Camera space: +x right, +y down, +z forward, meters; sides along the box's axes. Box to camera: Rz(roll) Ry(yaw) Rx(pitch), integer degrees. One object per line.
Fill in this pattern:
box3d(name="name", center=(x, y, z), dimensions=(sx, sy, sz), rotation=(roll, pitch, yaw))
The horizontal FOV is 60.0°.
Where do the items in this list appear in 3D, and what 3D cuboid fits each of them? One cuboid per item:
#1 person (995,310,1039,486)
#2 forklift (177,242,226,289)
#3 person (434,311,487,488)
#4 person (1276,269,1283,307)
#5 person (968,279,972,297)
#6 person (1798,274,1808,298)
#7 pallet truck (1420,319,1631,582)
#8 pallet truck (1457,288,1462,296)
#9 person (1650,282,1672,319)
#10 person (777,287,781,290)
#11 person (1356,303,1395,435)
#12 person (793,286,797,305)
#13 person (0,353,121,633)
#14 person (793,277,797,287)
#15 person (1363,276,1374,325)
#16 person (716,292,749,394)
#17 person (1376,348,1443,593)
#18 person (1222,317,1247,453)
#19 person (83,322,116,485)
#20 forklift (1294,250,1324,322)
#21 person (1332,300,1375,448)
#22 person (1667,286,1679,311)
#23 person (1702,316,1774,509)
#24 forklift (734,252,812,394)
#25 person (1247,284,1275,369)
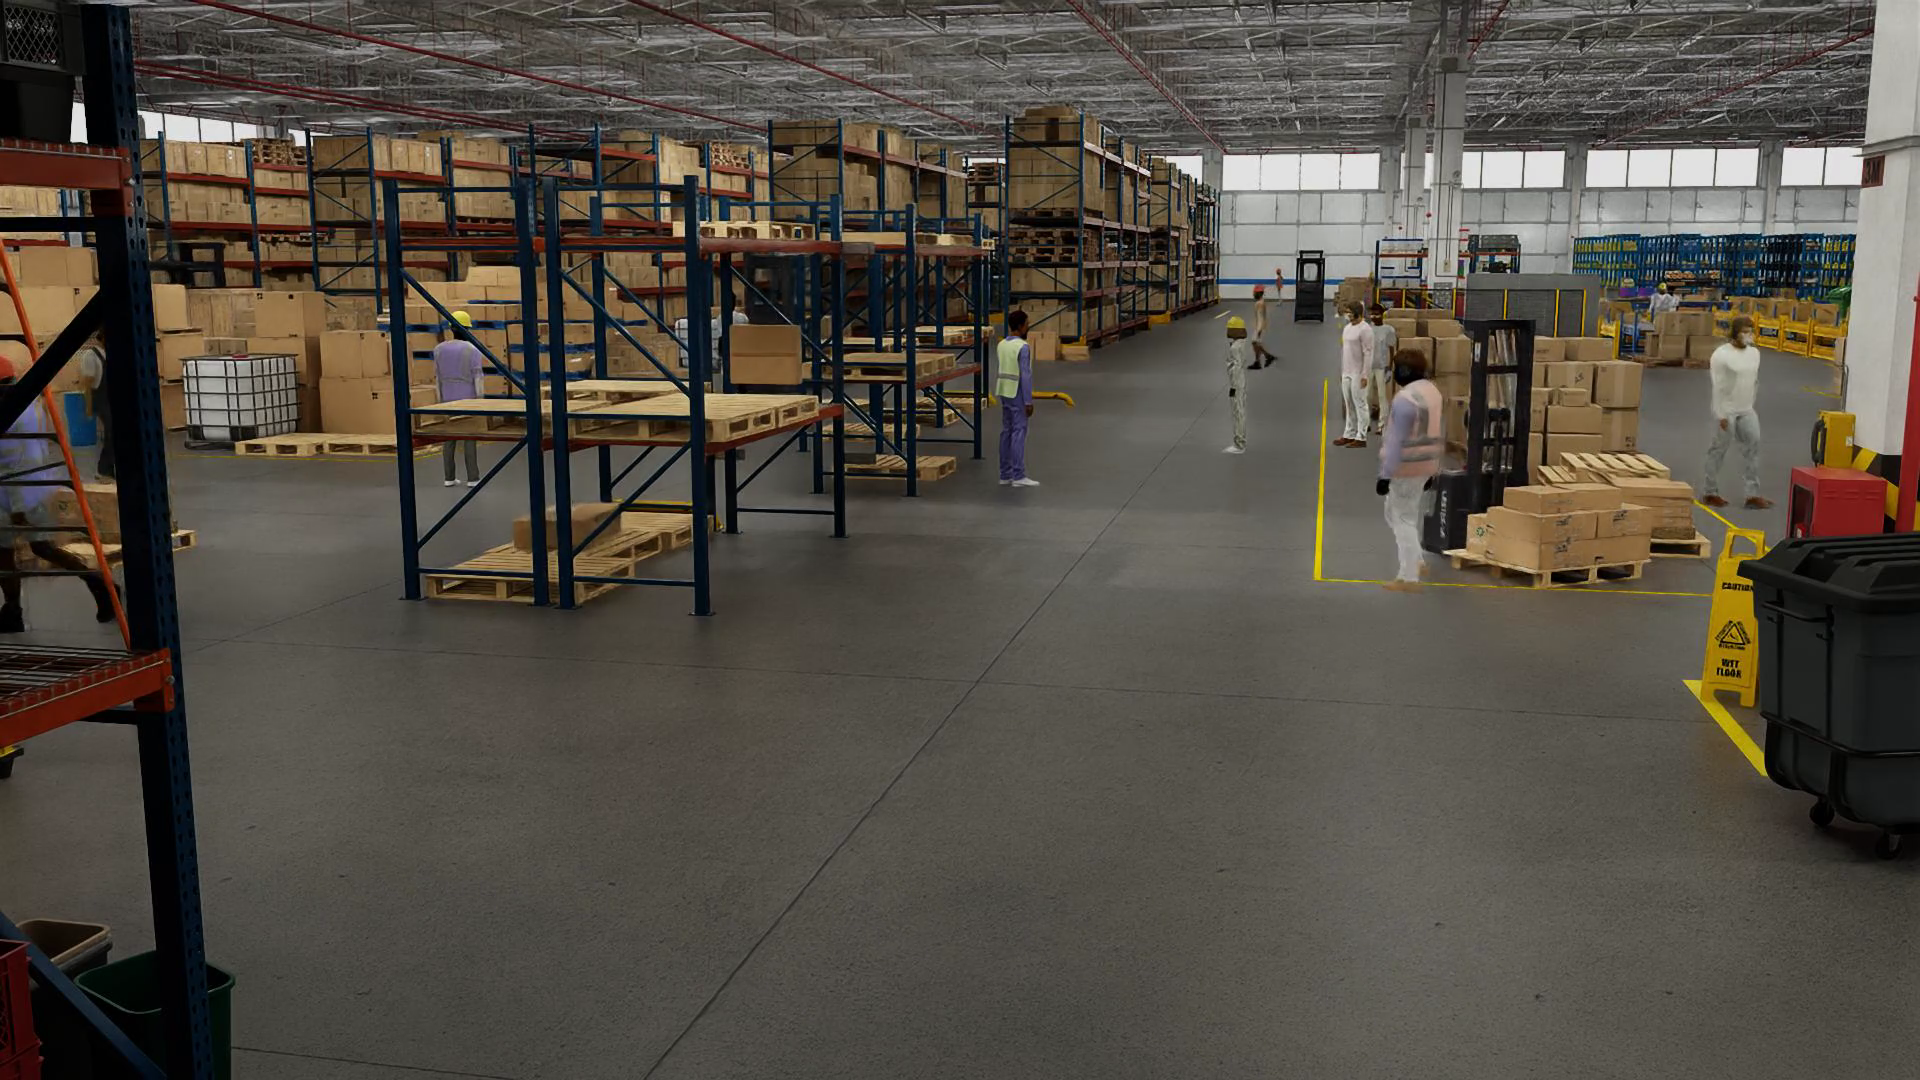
box3d(name="person", center=(0.604, -1.544, 18.193), dimensions=(0.392, 1.920, 0.593), rotation=(-5, 11, -30))
box3d(name="forklift", center=(-15.948, -4.898, 35.208), dimensions=(1.129, 2.768, 1.873), rotation=(2, 10, 12))
box3d(name="person", center=(-5.429, -1.529, 18.122), dimensions=(0.585, 1.918, 0.409), rotation=(3, 10, 15))
box3d(name="person", center=(16.709, -13.216, 87.135), dimensions=(0.410, 1.987, 0.607), rotation=(1, 10, 7))
box3d(name="person", center=(0.669, -12.403, 82.831), dimensions=(0.612, 1.799, 0.804), rotation=(2, 10, 14))
box3d(name="person", center=(40.873, -11.996, 80.458), dimensions=(0.901, 1.802, 0.611), rotation=(7, 12, 36))
box3d(name="pallet truck", center=(4.543, -0.757, 13.299), dimensions=(0.823, 1.965, 1.885), rotation=(-4, 10, -22))
box3d(name="pallet truck", center=(20.506, -9.785, 68.819), dimensions=(0.653, 1.274, 1.630), rotation=(2, 10, 12))
box3d(name="person", center=(20.016, -6.443, 47.511), dimensions=(0.597, 1.813, 0.546), rotation=(2, 10, 13))
box3d(name="person", center=(-7.608, -10.229, 70.466), dimensions=(0.268, 1.632, 0.507), rotation=(4, 10, 20))
box3d(name="person", center=(5.871, -2.412, 23.497), dimensions=(0.508, 1.865, 0.329), rotation=(8, 13, 40))
box3d(name="person", center=(-5.453, -7.629, 54.374), dimensions=(0.612, 1.880, 0.896), rotation=(5, 11, 25))
box3d(name="person", center=(-6.080, -0.304, 10.941), dimensions=(0.856, 1.896, 0.548), rotation=(-1, 10, -7))
box3d(name="person", center=(-5.911, -8.772, 61.329), dimensions=(0.919, 1.798, 0.659), rotation=(2, 10, 14))
box3d(name="person", center=(13.925, -7.979, 56.375), dimensions=(0.487, 1.896, 0.645), rotation=(5, 11, 26))
box3d(name="person", center=(-3.648, -2.986, 26.613), dimensions=(0.611, 1.956, 0.383), rotation=(-9, 13, -43))
box3d(name="person", center=(3.314, -0.508, 12.349), dimensions=(0.452, 1.828, 0.627), rotation=(7, 12, 34))
box3d(name="person", center=(3.520, -1.981, 21.301), dimensions=(0.312, 1.743, 0.493), rotation=(3, 10, 18))
box3d(name="person", center=(-9.224, -1.468, 18.039), dimensions=(0.438, 1.826, 0.498), rotation=(2, 10, 9))
box3d(name="forklift", center=(13.778, -10.002, 65.433), dimensions=(1.129, 2.768, 1.873), rotation=(2, 10, 12))
box3d(name="person", center=(5.197, -2.173, 21.869), dimensions=(0.379, 1.937, 0.629), rotation=(-3, 10, -16))
box3d(name="person", center=(21.541, -6.868, 50.462), dimensions=(0.546, 1.653, 0.829), rotation=(2, 10, 14))
box3d(name="person", center=(7.726, -1.234, 16.388), dimensions=(0.639, 1.904, 0.863), rotation=(-4, 10, -21))
box3d(name="forklift", center=(-3.504, -4.080, 30.369), dimensions=(1.129, 2.768, 1.873), rotation=(2, 10, 12))
box3d(name="person", center=(6.748, -4.773, 37.304), dimensions=(0.499, 1.918, 0.560), rotation=(1, 10, 8))
